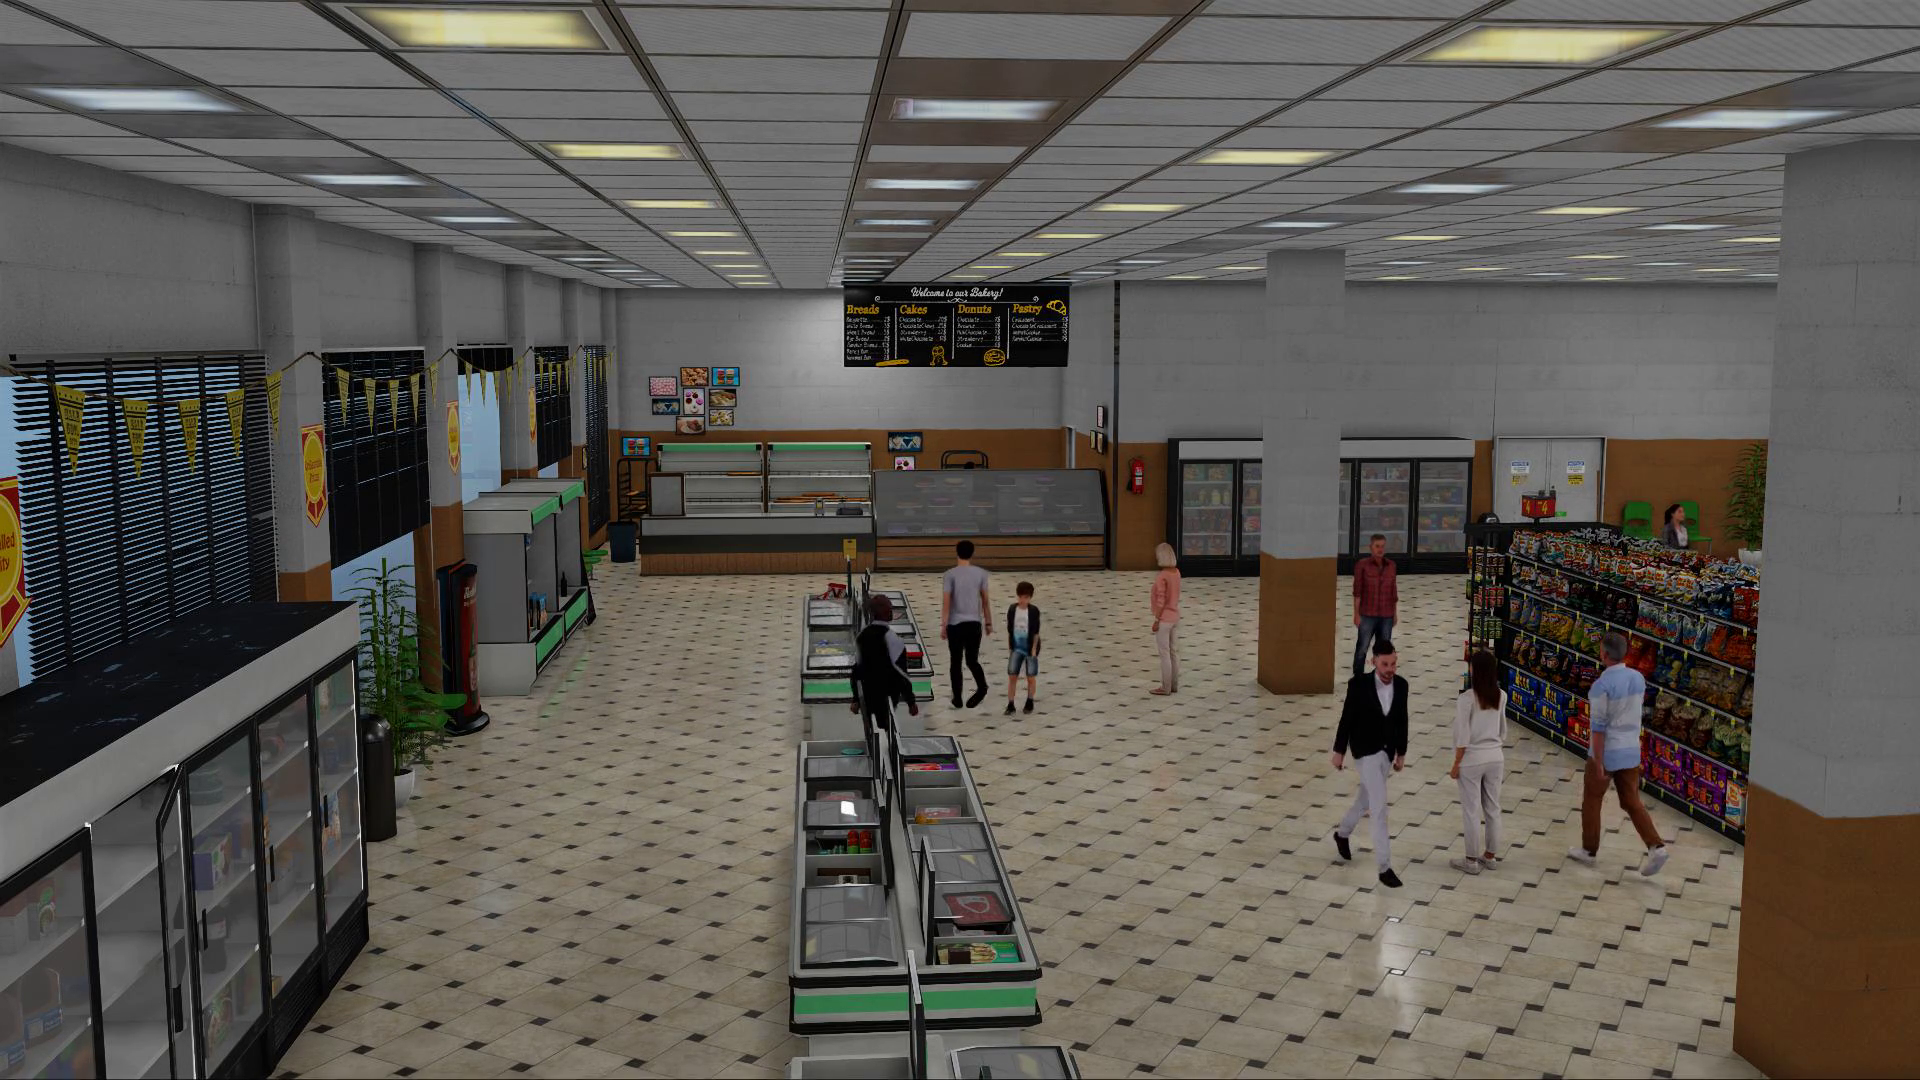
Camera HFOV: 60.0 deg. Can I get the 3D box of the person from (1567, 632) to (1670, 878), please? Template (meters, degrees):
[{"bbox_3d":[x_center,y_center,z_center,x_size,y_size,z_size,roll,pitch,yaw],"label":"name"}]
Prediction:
[{"bbox_3d":[4.971,1.618,12.449,0.855,1.801,1.153,-3,7,-20],"label":"person"}]

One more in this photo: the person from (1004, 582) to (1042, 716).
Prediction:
[{"bbox_3d":[0.717,1.157,17.816,0.708,1.428,0.879,2,7,17],"label":"person"}]

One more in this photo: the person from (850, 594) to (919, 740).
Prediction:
[{"bbox_3d":[-0.777,1.385,14.335,0.946,1.811,0.883,-5,9,-38],"label":"person"}]

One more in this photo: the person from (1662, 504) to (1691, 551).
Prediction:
[{"bbox_3d":[10.156,0.326,23.787,0.927,1.647,1.143,-4,8,-32],"label":"person"}]

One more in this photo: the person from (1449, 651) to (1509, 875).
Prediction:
[{"bbox_3d":[3.927,1.662,12.553,0.660,1.688,0.637,-3,7,-22],"label":"person"}]

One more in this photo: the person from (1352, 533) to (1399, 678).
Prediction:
[{"bbox_3d":[4.714,0.827,18.882,0.698,1.829,0.545,-1,7,-8],"label":"person"}]

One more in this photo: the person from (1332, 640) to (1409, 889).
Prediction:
[{"bbox_3d":[3.049,1.629,12.465,0.958,1.776,1.340,-2,7,-18],"label":"person"}]

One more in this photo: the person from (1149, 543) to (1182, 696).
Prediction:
[{"bbox_3d":[2.341,0.885,18.830,0.740,1.724,0.657,5,8,34],"label":"person"}]

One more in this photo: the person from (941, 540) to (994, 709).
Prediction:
[{"bbox_3d":[0.079,0.956,17.822,0.862,1.825,1.130,-3,7,-20],"label":"person"}]
